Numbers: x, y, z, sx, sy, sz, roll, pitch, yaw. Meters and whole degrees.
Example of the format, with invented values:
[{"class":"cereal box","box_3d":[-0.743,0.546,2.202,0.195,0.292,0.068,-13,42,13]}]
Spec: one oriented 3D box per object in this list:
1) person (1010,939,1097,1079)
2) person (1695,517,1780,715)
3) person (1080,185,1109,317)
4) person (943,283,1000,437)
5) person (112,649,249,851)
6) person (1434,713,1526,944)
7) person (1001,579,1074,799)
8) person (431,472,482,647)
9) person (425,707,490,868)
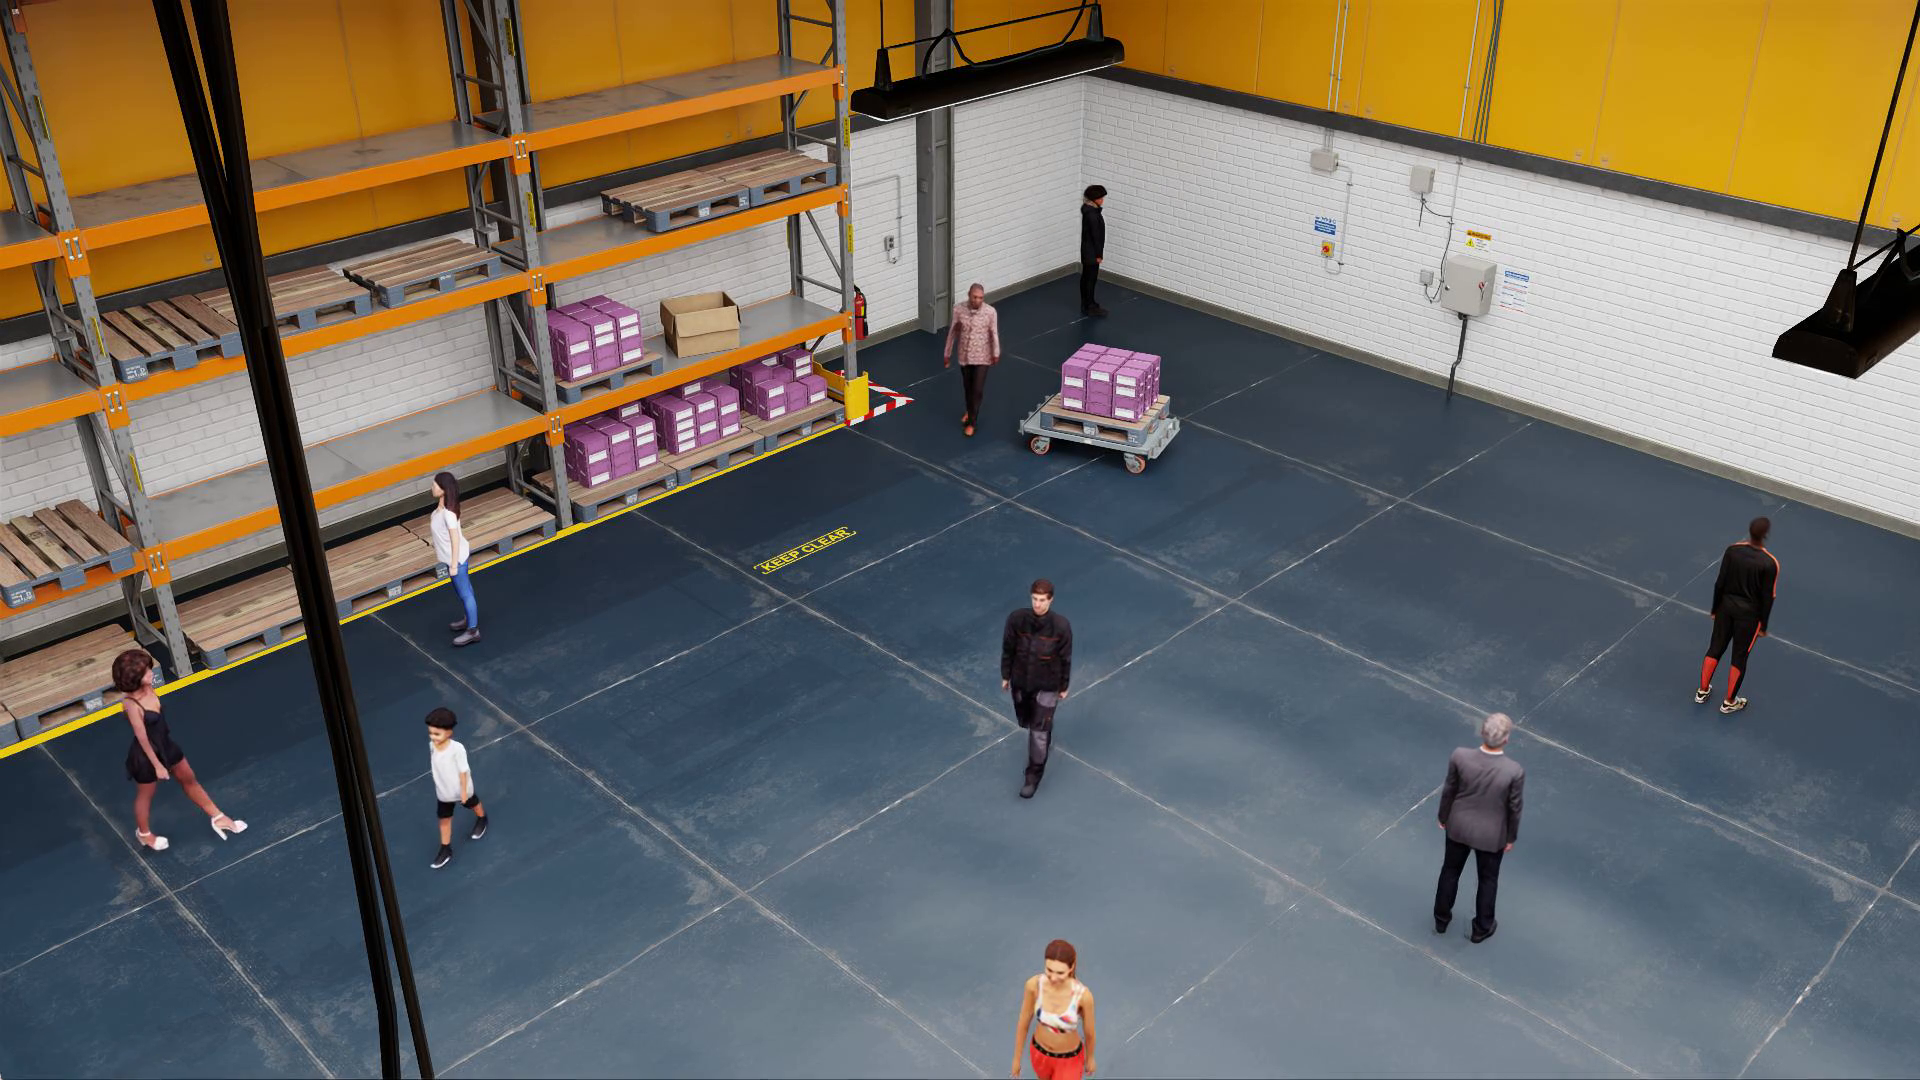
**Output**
[{"class":"person","box_3d":[0.592,2.993,9.779,0.883,1.750,1.188,11,31,20]},{"class":"person","box_3d":[6.596,0.613,14.083,0.537,1.808,0.639,-23,36,-36]},{"class":"person","box_3d":[1.769,-3.906,22.399,0.762,1.777,0.730,-7,29,-12]},{"class":"person","box_3d":[0.184,-2.149,19.192,1.034,1.764,1.195,10,30,18]},{"class":"person","box_3d":[-6.059,1.608,12.313,1.089,1.756,1.014,-1,29,-2]},{"class":"person","box_3d":[3.597,1.981,11.540,0.772,1.840,0.698,15,32,25]},{"class":"person","box_3d":[0.626,1.093,13.200,0.979,1.811,1.229,12,31,21]},{"class":"person","box_3d":[-4.551,0.160,15.041,0.667,1.685,0.674,-9,30,-17]},{"class":"person","box_3d":[-3.774,1.787,12.530,0.756,1.235,0.938,8,30,14]}]
